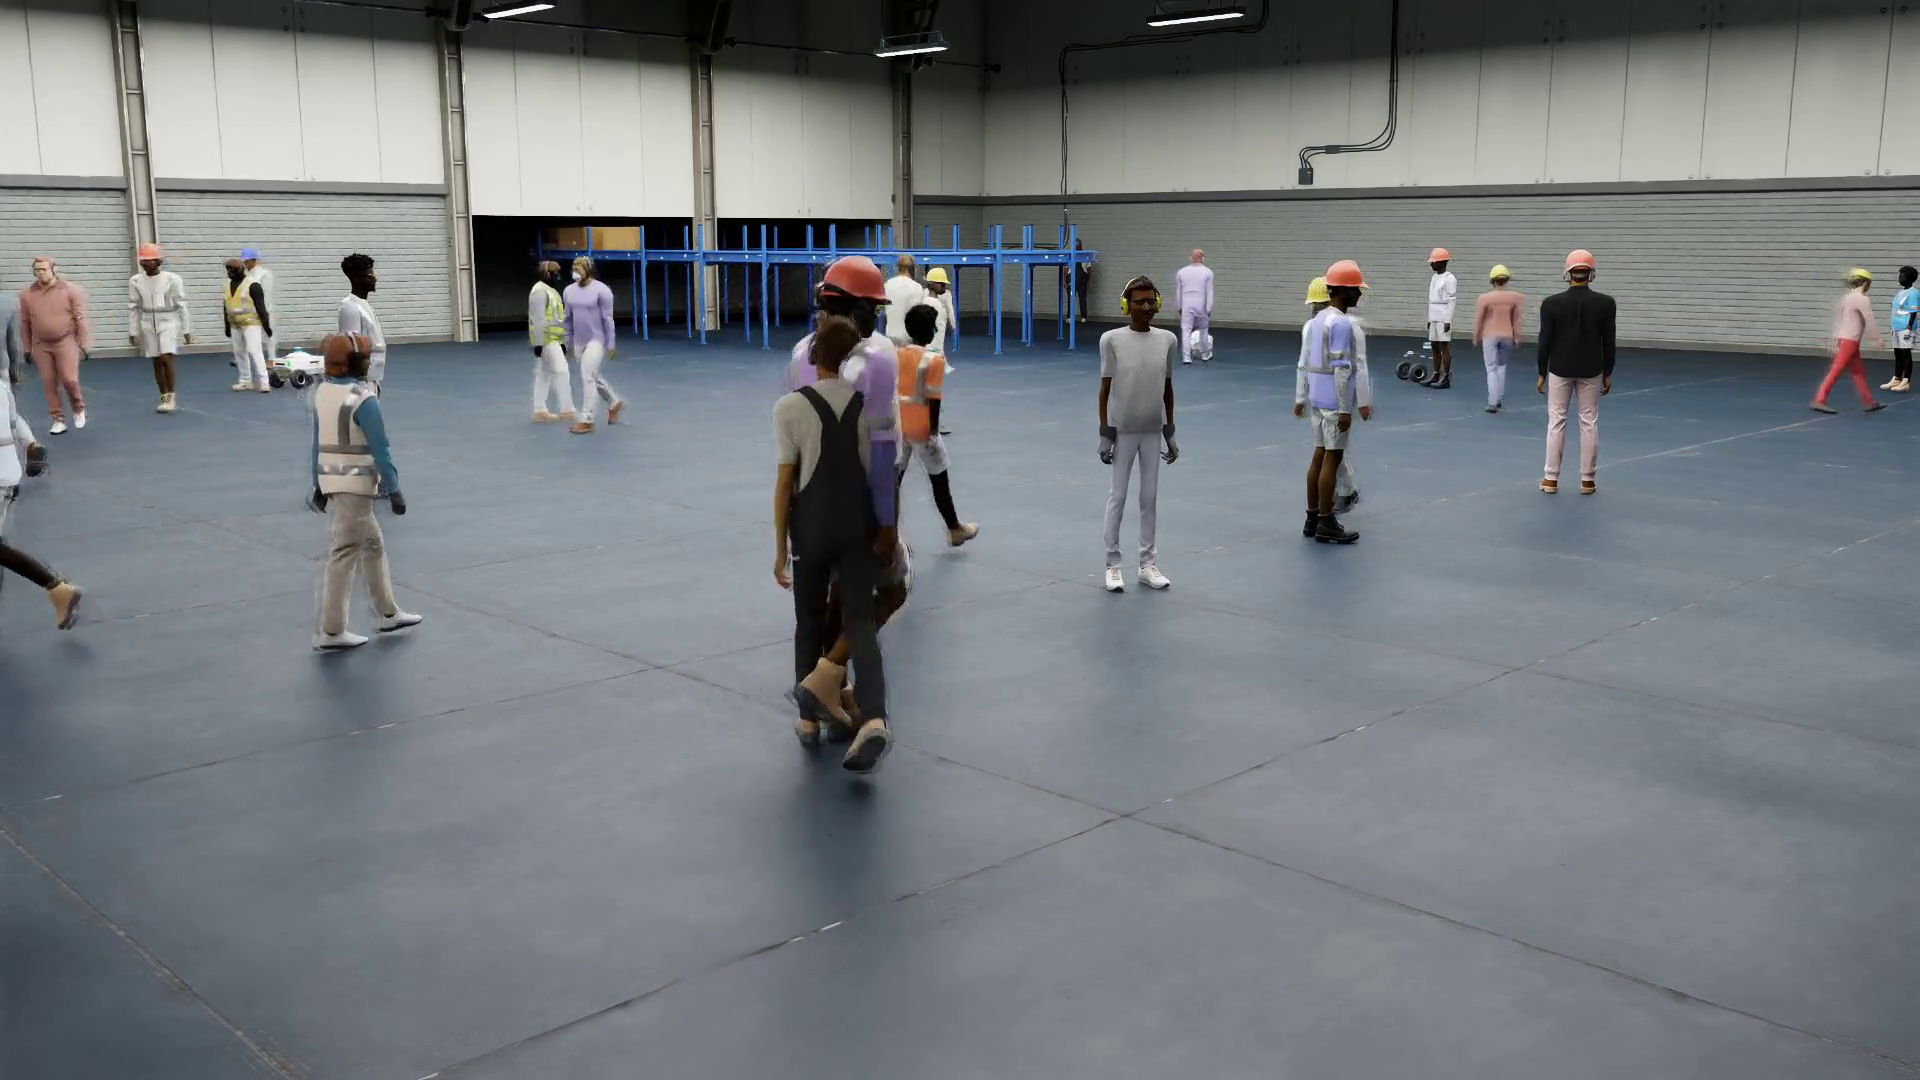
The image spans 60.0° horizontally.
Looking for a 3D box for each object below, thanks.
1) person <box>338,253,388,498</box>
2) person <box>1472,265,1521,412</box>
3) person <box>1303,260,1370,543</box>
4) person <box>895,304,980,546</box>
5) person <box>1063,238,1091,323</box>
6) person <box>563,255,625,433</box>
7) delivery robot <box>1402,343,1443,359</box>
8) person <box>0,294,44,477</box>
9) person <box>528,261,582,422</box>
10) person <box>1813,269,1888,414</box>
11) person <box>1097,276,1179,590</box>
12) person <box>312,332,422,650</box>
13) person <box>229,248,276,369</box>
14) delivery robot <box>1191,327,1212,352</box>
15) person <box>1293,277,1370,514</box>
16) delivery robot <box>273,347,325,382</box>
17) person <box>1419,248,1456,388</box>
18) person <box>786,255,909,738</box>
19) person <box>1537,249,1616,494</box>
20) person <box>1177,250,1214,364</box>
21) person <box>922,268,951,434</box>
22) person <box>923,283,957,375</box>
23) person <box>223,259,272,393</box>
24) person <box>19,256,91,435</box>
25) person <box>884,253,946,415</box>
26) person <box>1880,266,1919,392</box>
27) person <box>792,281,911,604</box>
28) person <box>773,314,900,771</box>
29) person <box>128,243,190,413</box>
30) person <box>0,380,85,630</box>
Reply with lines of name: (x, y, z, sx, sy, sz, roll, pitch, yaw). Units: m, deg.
person: (-4.856, -1.345, 13.564, 0.367, 1.966, 0.607, -2, 11, -11)
person: (6.437, -2.431, 20.054, 0.546, 1.747, 0.594, -1, 10, -3)
person: (2.625, -0.966, 11.578, 0.372, 1.934, 0.551, -1, 10, -5)
person: (-0.241, -0.734, 11.054, 0.548, 1.646, 0.861, 9, 14, 41)
person: (2.838, -6.315, 40.582, 0.688, 2.000, 0.539, -1, 10, -7)
person: (-3.992, -2.155, 18.181, 0.639, 1.910, 0.924, 6, 12, 29)
delivery robot: (6.848, -2.779, 24.389, 0.699, 0.223, 0.335, -2, 11, -12)
person: (-8.323, -1.450, 14.307, 0.833, 1.915, 0.636, 5, 11, 23)
person: (-4.531, -2.244, 18.868, 0.784, 1.815, 0.661, 0, 10, -2)
person: (10.637, -2.357, 19.782, 0.876, 1.704, 0.541, 2, 11, 10)
person: (1.073, -0.639, 9.979, 0.514, 1.872, 0.328, -3, 11, -17)
person: (-3.046, -0.262, 8.607, 0.535, 1.605, 0.744, 9, 14, 41)
person: (-11.177, -3.640, 26.259, 0.607, 1.901, 0.970, 2, 11, 10)
delivery robot: (4.139, -3.449, 28.752, 0.477, 0.478, 0.707, 0, 10, -2)
person: (2.777, -1.077, 12.580, 0.453, 1.805, 0.602, -5, 12, -26)
delivery robot: (-9.294, -2.468, 23.390, 0.477, 0.478, 0.707, 5, 11, 23)
person: (6.668, -3.093, 23.182, 0.373, 1.933, 0.550, -2, 11, -12)
person: (-0.473, -0.159, 6.915, 0.484, 2.026, 0.621, -10, 14, -43)
person: (5.067, -1.385, 13.707, 0.611, 1.994, 0.379, 2, 11, 13)
person: (3.922, -3.863, 27.576, 0.657, 1.854, 0.981, 5, 11, 23)
person: (-0.274, -2.029, 17.848, 0.329, 1.765, 0.526, -2, 11, -13)
person: (-0.313, -3.250, 24.984, 0.519, 1.584, 0.875, 8, 13, 37)
person: (-9.681, -2.907, 22.601, 0.731, 1.806, 0.535, 4, 11, 23)
person: (-9.675, -2.078, 17.754, 0.681, 1.892, 0.424, -1, 10, -7)
person: (-0.568, -2.297, 18.934, 0.647, 1.890, 0.980, 9, 14, 41)
person: (12.846, -2.876, 22.648, 0.318, 1.698, 0.534, 1, 10, 6)
person: (-0.587, -0.477, 9.083, 0.672, 1.878, 0.715, 5, 12, 25)
person: (-0.481, 0.005, 6.682, 0.527, 1.811, 0.893, -3, 11, -14)
person: (-9.547, -2.505, 19.748, 0.643, 2.016, 0.692, -1, 10, -4)
person: (-5.051, -0.311, 8.758, 0.739, 1.677, 0.537, -1, 10, -6)
